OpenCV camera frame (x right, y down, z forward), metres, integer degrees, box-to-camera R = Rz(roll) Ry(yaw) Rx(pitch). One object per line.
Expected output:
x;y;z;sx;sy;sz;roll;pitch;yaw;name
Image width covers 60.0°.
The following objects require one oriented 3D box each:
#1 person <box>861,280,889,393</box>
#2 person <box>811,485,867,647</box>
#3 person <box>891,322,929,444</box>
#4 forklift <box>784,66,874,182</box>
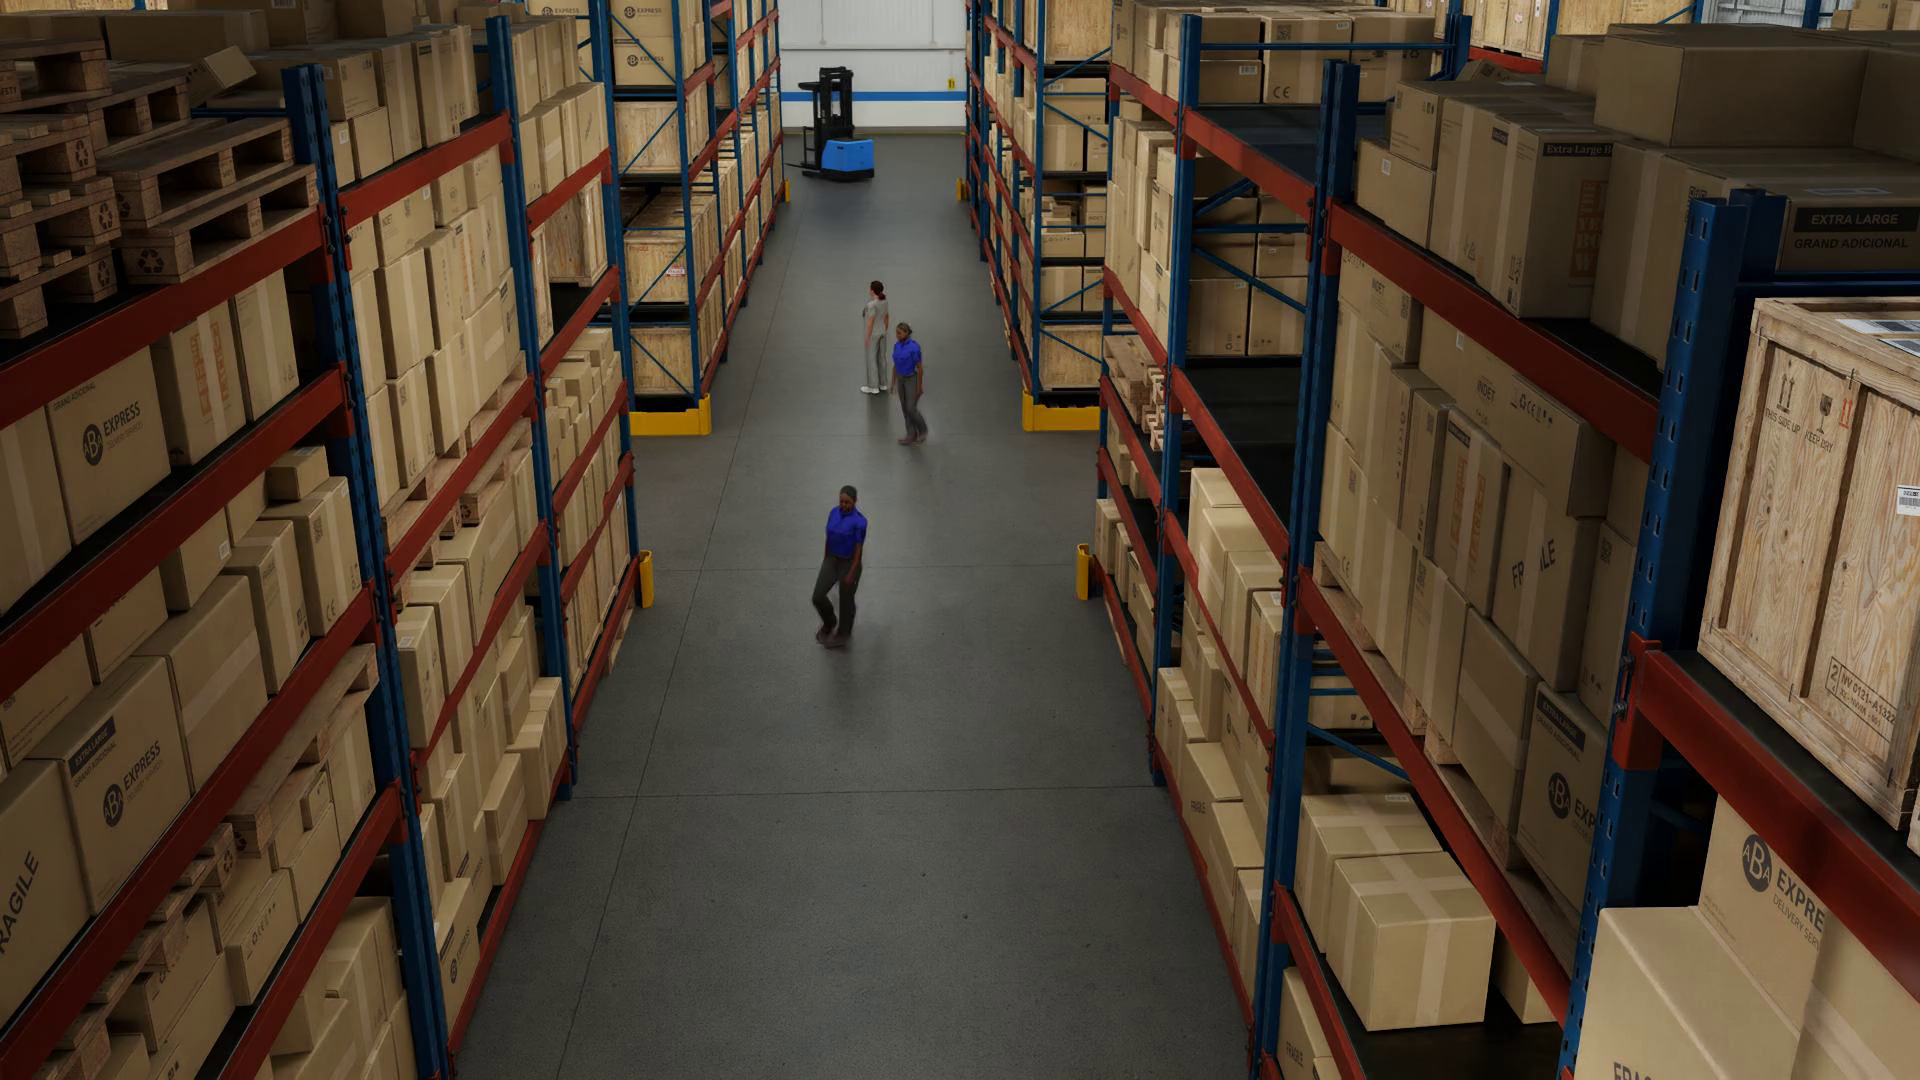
-1.260;-3.034;24.758;0.391;1.672;0.436;14;24;32;person
-1.170;0.264;15.904;0.540;1.651;0.433;13;24;31;person
-0.667;-2.101;22.226;0.435;1.652;0.466;-18;27;-40;person
-3.705;-11.461;45.548;1.121;2.941;3.031;-18;27;-40;forklift
